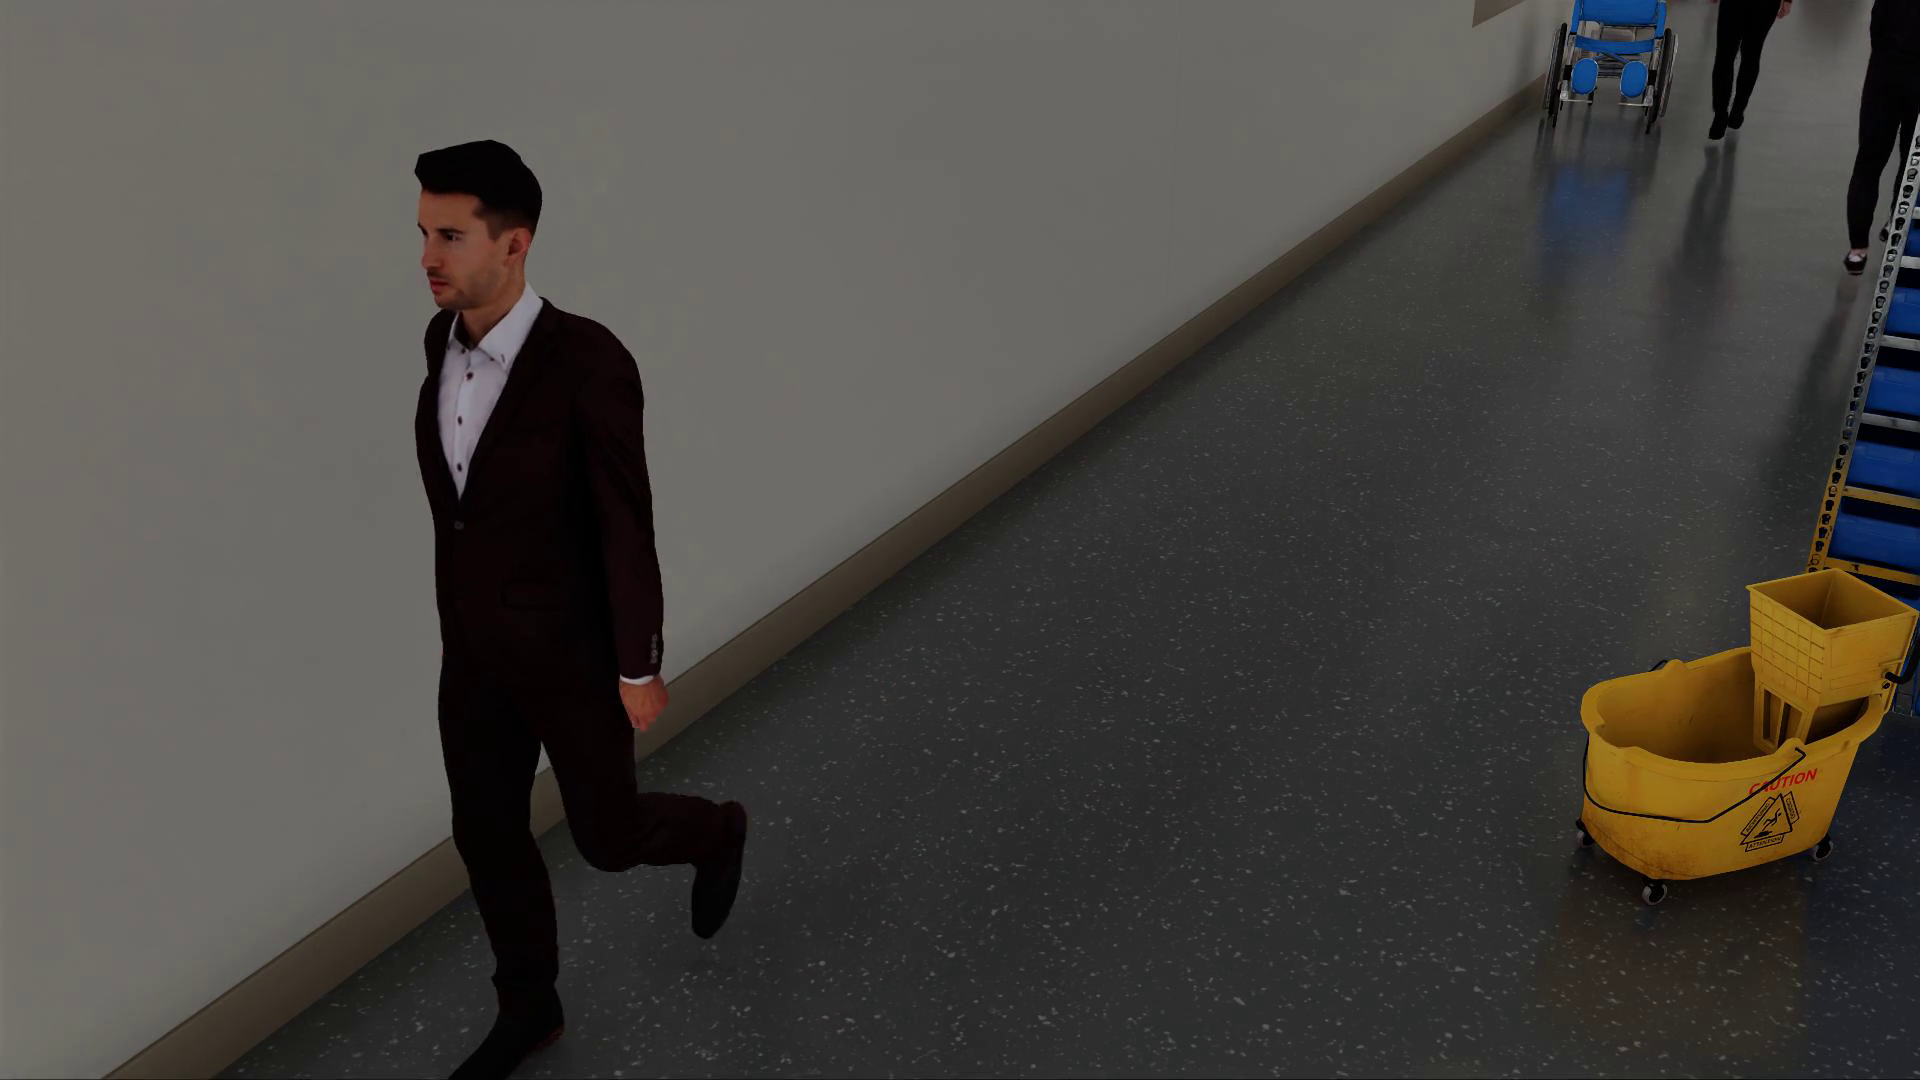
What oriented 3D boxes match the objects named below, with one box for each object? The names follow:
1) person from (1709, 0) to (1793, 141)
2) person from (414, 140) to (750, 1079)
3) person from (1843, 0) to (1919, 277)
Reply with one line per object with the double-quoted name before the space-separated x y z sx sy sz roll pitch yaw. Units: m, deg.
"person" 5.192 -3.568 10.940 1.118 1.842 0.842 10 28 20
"person" -0.755 0.162 3.202 1.008 1.843 0.758 15 30 29
"person" 4.579 -2.151 8.082 1.141 1.772 0.778 17 30 31
